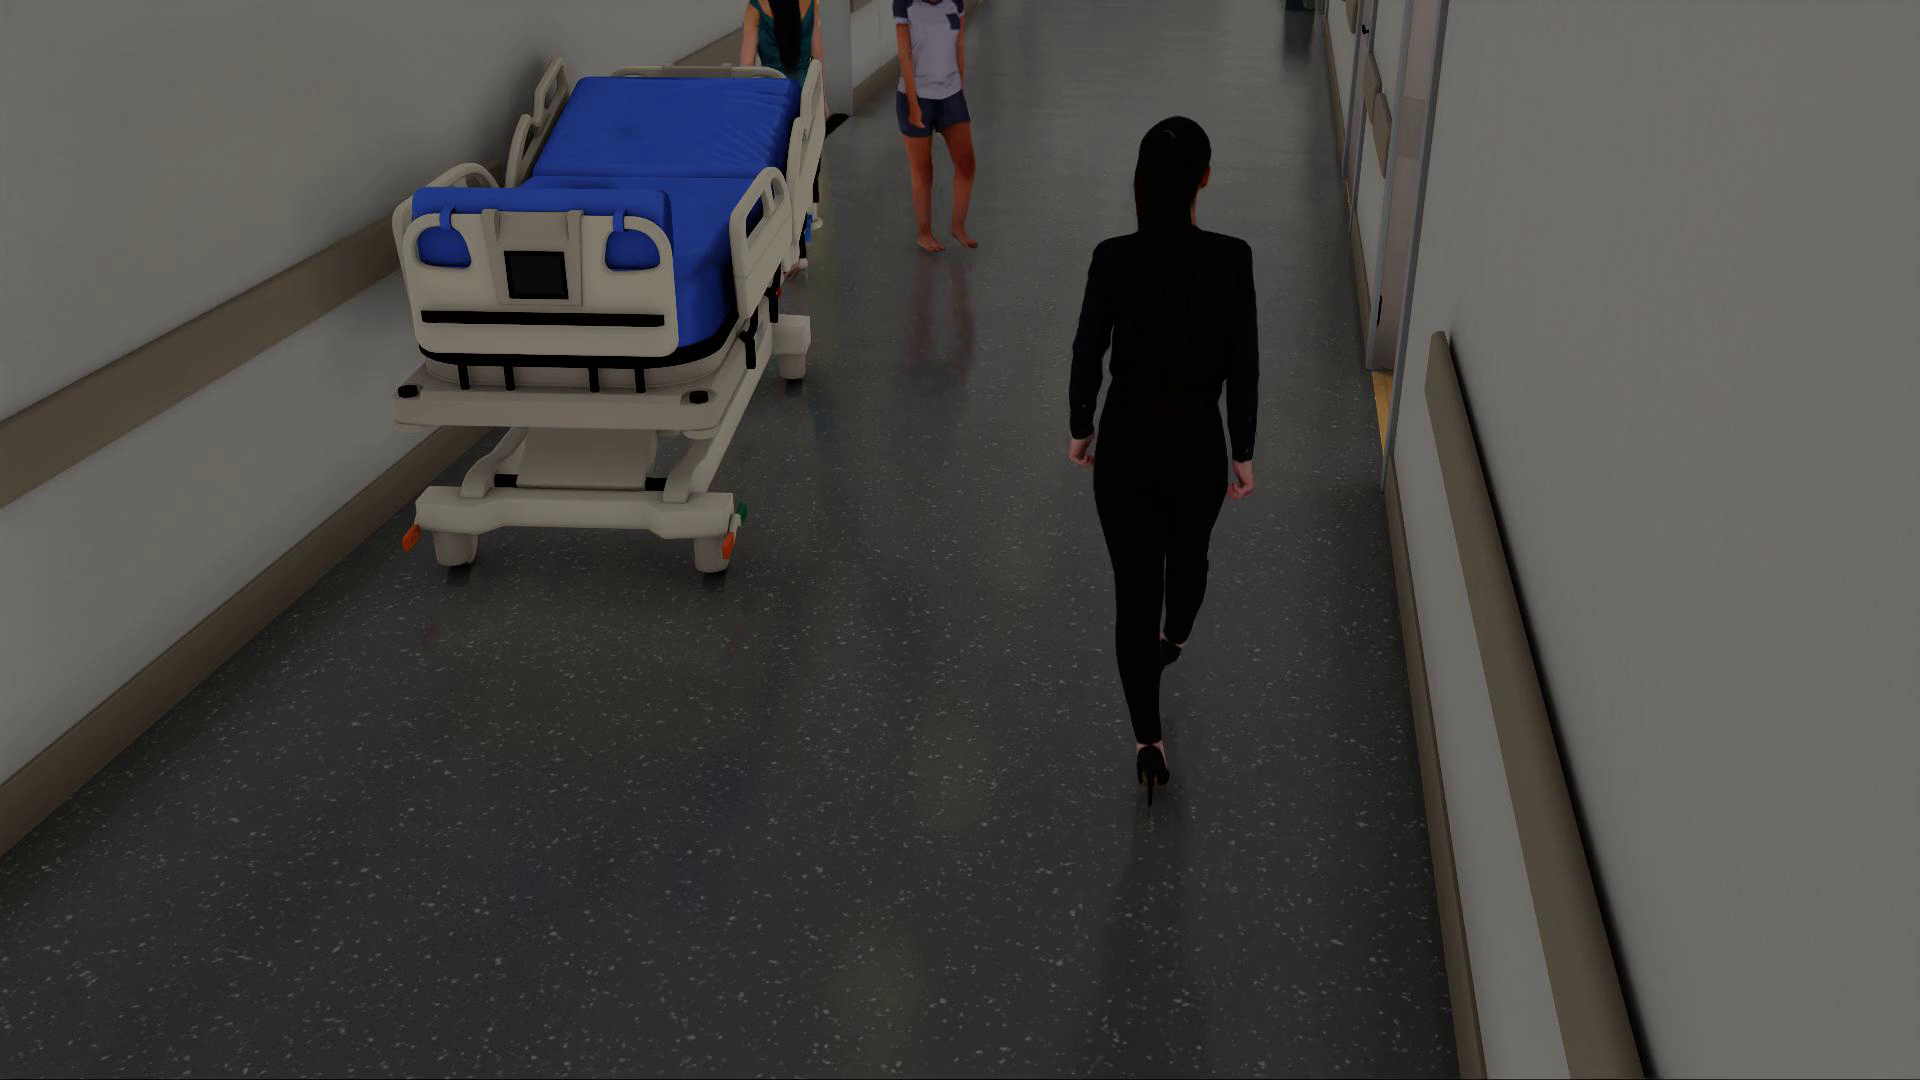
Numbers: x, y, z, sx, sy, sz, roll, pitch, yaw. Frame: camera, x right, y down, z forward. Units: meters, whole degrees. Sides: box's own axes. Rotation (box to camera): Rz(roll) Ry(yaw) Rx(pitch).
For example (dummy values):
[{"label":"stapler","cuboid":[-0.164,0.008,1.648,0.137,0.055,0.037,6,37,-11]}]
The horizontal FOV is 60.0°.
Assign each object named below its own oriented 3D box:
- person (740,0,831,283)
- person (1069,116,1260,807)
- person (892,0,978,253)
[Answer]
[{"label":"person","cuboid":[-0.805,-2.063,8.052,0.690,1.675,0.756,-14,29,-27]},{"label":"person","cuboid":[0.494,-0.136,4.055,0.946,1.675,0.725,2,26,5]},{"label":"person","cuboid":[-0.186,-2.288,8.593,0.678,1.610,0.748,-13,29,-25]}]
